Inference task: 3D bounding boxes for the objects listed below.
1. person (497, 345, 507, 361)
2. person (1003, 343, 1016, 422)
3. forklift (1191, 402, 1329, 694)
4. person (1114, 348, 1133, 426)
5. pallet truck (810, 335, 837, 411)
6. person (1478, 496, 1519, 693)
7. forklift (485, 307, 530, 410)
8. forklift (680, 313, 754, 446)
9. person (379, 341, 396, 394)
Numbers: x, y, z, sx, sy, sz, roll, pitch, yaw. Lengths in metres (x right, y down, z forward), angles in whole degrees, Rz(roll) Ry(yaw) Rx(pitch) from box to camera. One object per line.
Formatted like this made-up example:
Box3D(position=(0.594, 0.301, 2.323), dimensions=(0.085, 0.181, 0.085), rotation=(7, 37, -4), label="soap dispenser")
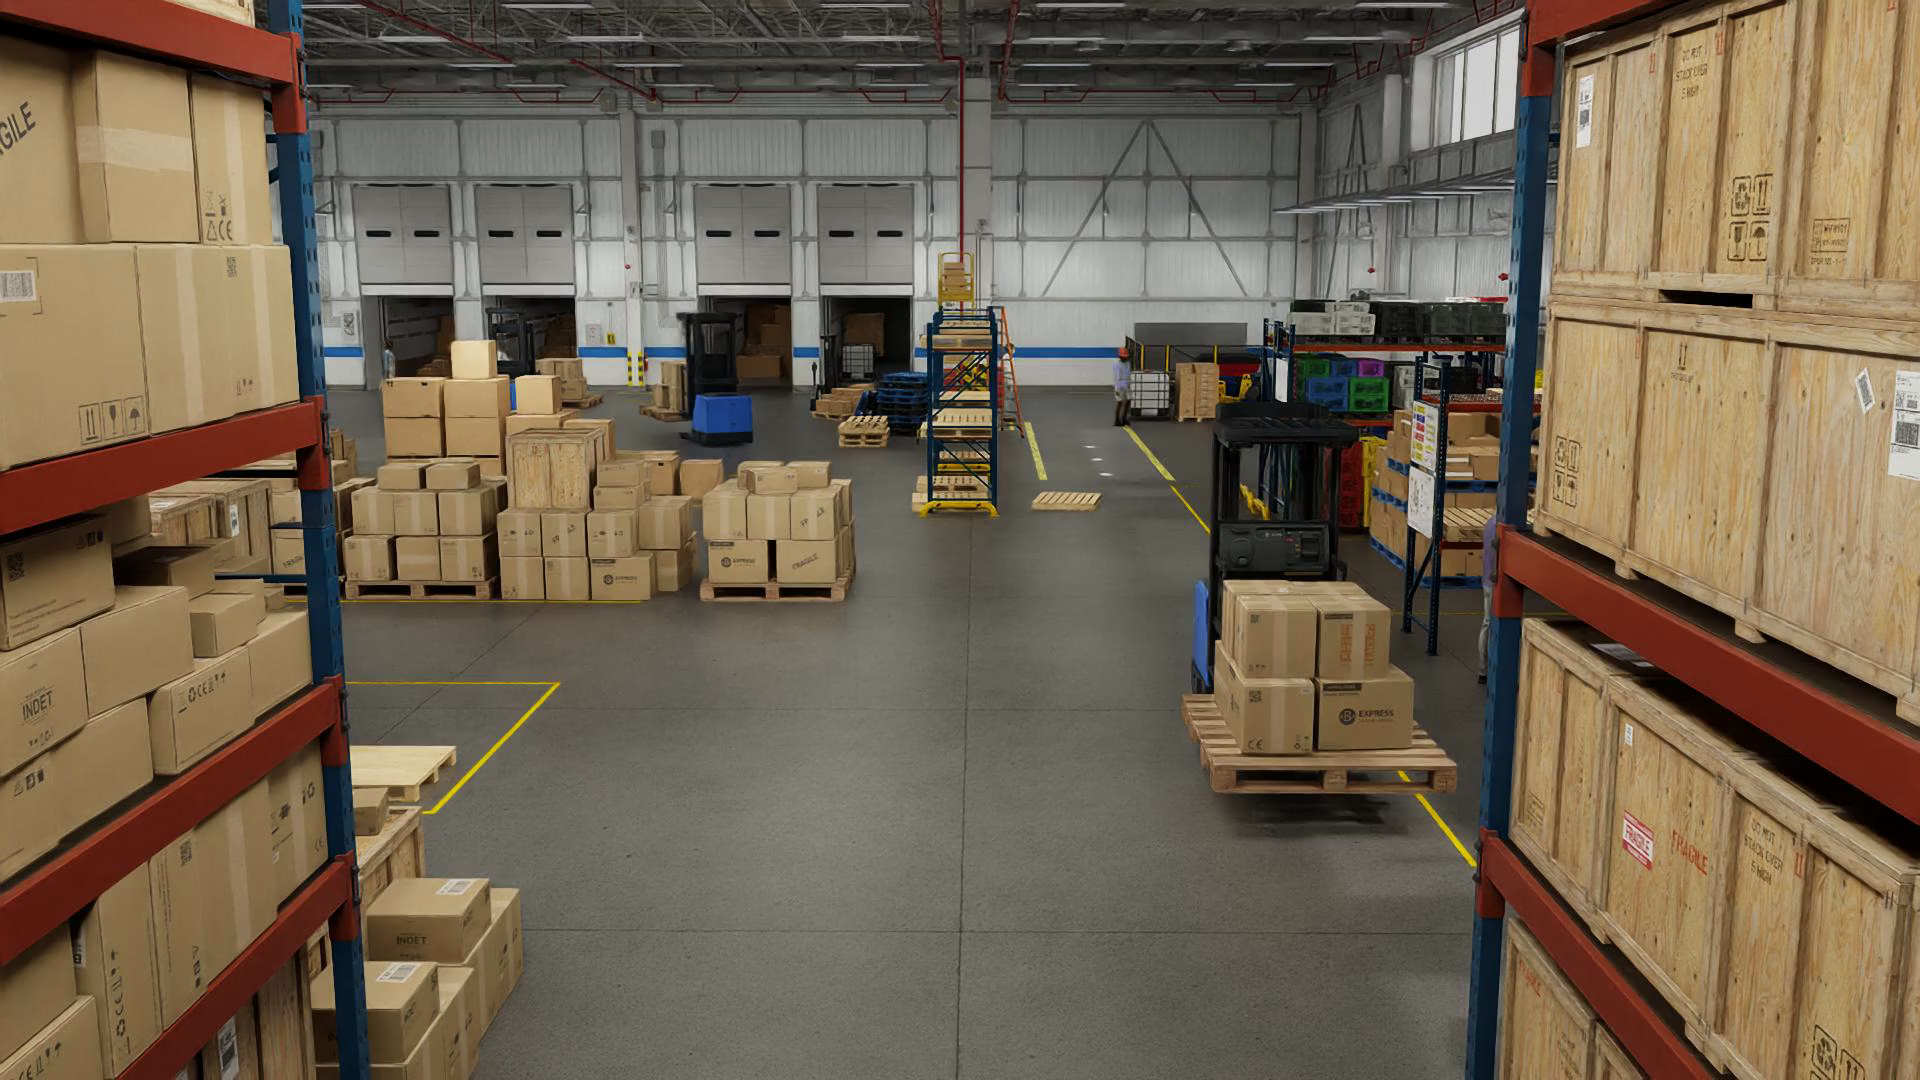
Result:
Box3D(position=(-11.903, -4.229, 43.069), dimensions=(0.784, 1.854, 0.388), rotation=(0, 10, -2), label="person")
Box3D(position=(1.193, -3.848, 40.617), dimensions=(0.370, 1.939, 0.631), rotation=(0, 10, 1), label="person")
Box3D(position=(2.697, 0.184, 14.638), dimensions=(1.129, 2.768, 1.873), rotation=(0, 10, 1), label="forklift")
Box3D(position=(3.839, -3.616, 39.417), dimensions=(0.554, 1.889, 0.570), rotation=(-8, 13, -40), label="person")
Box3D(position=(-3.021, -4.312, 43.126), dimensions=(1.885, 1.965, 0.823), rotation=(3, 10, 17), label="pallet truck")
Box3D(position=(5.129, 0.464, 15.742), dimensions=(0.370, 1.939, 0.631), rotation=(0, 10, 1), label="person")
Box3D(position=(-10.754, -4.150, 39.646), dimensions=(1.129, 2.768, 1.873), rotation=(0, 10, 1), label="forklift")
Box3D(position=(-5.270, -3.507, 35.934), dimensions=(1.129, 2.768, 1.873), rotation=(-5, 11, -26), label="forklift")
Box3D(position=(-16.302, -4.880, 47.488), dimensions=(0.605, 1.620, 0.527), rotation=(-1, 10, -6), label="person")
